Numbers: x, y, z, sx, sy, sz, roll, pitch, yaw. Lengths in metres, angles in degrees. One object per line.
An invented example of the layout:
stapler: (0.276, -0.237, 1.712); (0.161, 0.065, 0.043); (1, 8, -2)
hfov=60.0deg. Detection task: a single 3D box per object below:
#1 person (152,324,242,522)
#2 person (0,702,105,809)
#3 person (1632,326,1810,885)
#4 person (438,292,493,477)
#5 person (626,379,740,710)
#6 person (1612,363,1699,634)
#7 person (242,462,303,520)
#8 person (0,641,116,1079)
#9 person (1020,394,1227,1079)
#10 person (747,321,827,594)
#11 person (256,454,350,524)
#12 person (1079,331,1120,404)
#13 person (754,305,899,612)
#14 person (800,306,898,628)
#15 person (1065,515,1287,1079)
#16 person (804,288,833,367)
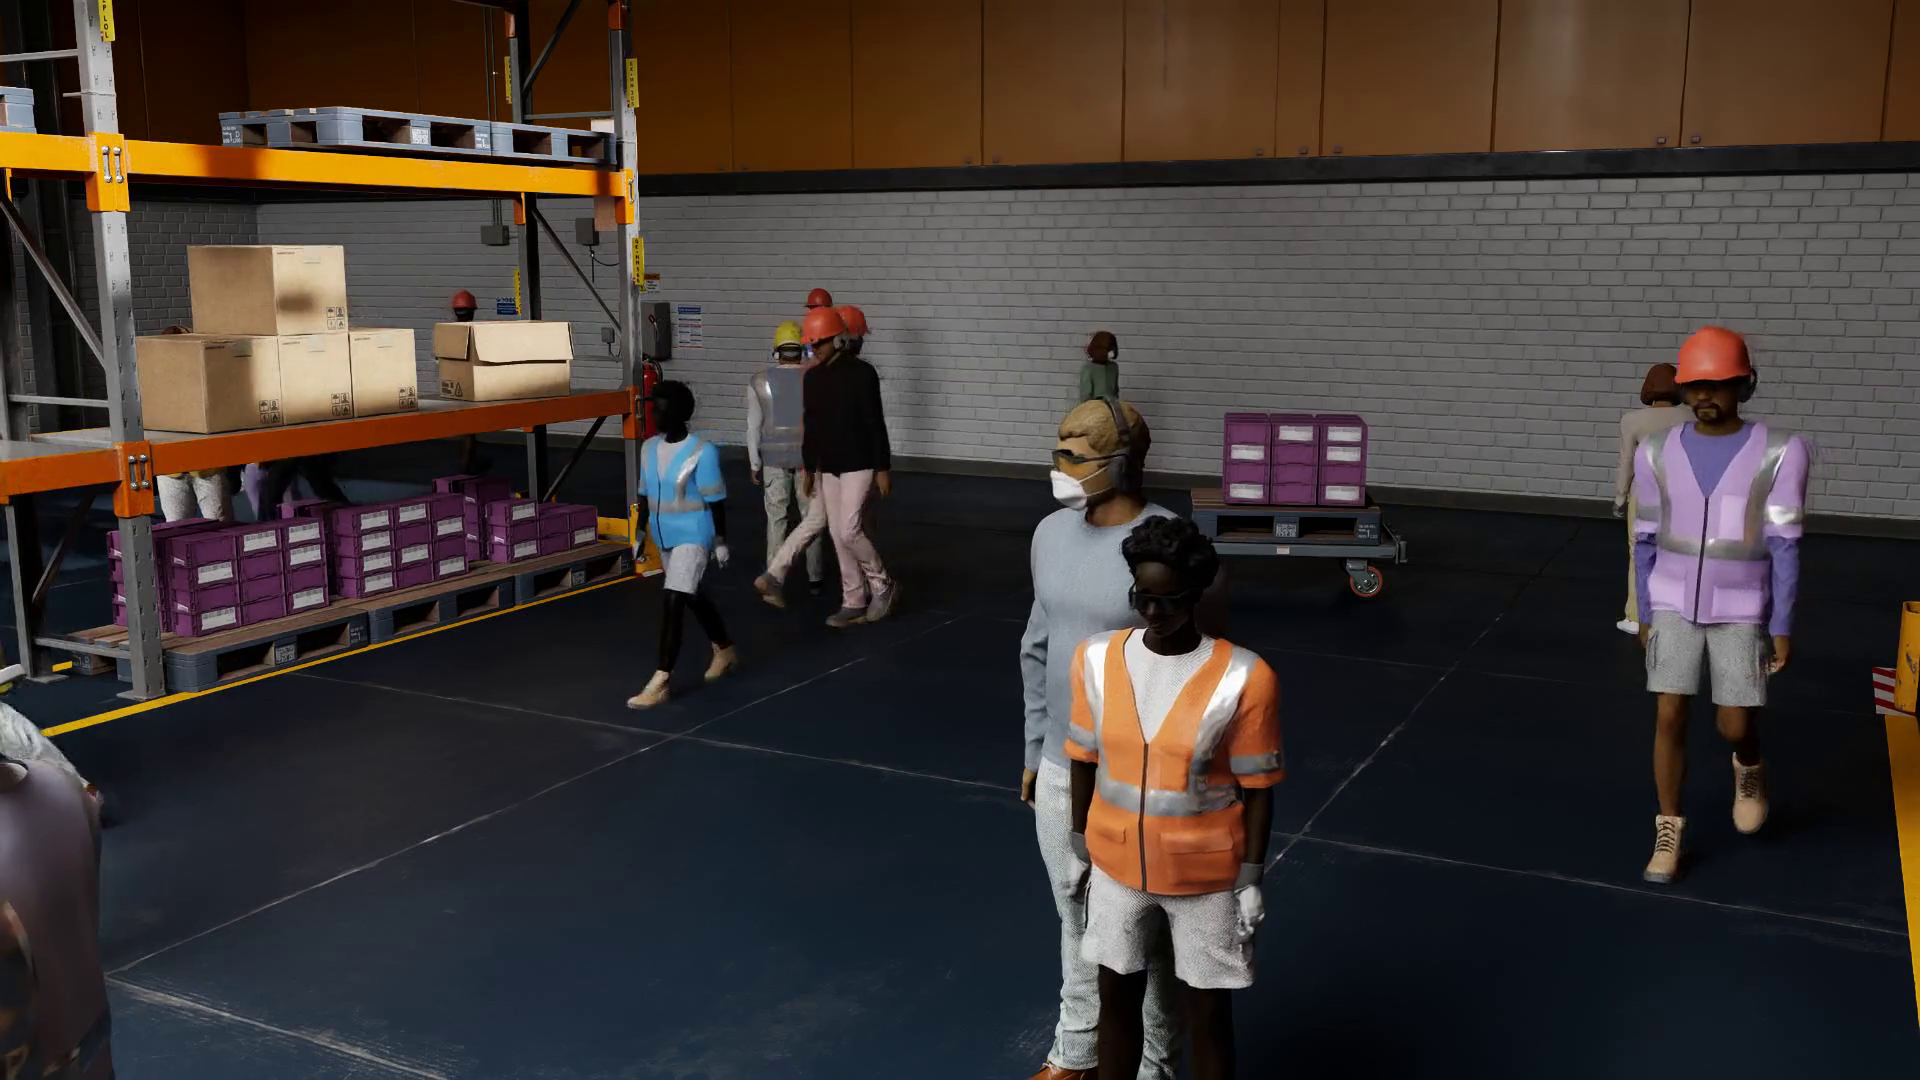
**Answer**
person: (-4.868, -0.443, 10.549); (0.628, 1.837, 0.429); (-1, 10, -4)
person: (-3.831, 0.263, 6.270); (0.982, 1.899, 0.640); (-5, 11, -29)
person: (2.776, 0.227, 6.107); (0.622, 2.026, 0.692); (8, 12, 38)
person: (-4.826, -1.507, 16.521); (0.560, 1.892, 0.936); (2, 10, 13)
person: (-1.423, -0.014, 8.588); (0.535, 1.648, 0.884); (8, 13, 38)
person: (4.168, -0.240, 9.941); (0.498, 1.633, 0.284); (1, 10, 8)
person: (-5.136, -0.759, 12.284); (0.622, 1.873, 0.670); (-5, 11, -29)
person: (-1.471, 0.954, 2.456); (0.404, 1.833, 0.590); (-2, 10, -9)
person: (0.386, 0.595, 4.231); (0.351, 1.936, 0.635); (-8, 13, -39)
person: (-1.118, -0.540, 11.107); (0.600, 1.829, 0.404); (-1, 10, -7)
person: (-4.621, -0.682, 11.649); (1.072, 1.936, 0.619); (-7, 12, -36)
person: (1.187, -1.001, 14.378); (0.413, 1.616, 0.526); (8, 13, 39)
person: (-0.836, -0.500, 10.523); (0.935, 1.964, 0.602); (-8, 13, -40)
person: (-0.719, -0.434, 10.100); (0.662, 1.965, 0.490); (10, 14, 44)
person: (0.486, 0.771, 3.909); (0.537, 1.693, 0.321); (5, 11, 28)
person: (-1.354, -1.473, 16.199); (0.356, 1.936, 0.551); (6, 11, 29)
